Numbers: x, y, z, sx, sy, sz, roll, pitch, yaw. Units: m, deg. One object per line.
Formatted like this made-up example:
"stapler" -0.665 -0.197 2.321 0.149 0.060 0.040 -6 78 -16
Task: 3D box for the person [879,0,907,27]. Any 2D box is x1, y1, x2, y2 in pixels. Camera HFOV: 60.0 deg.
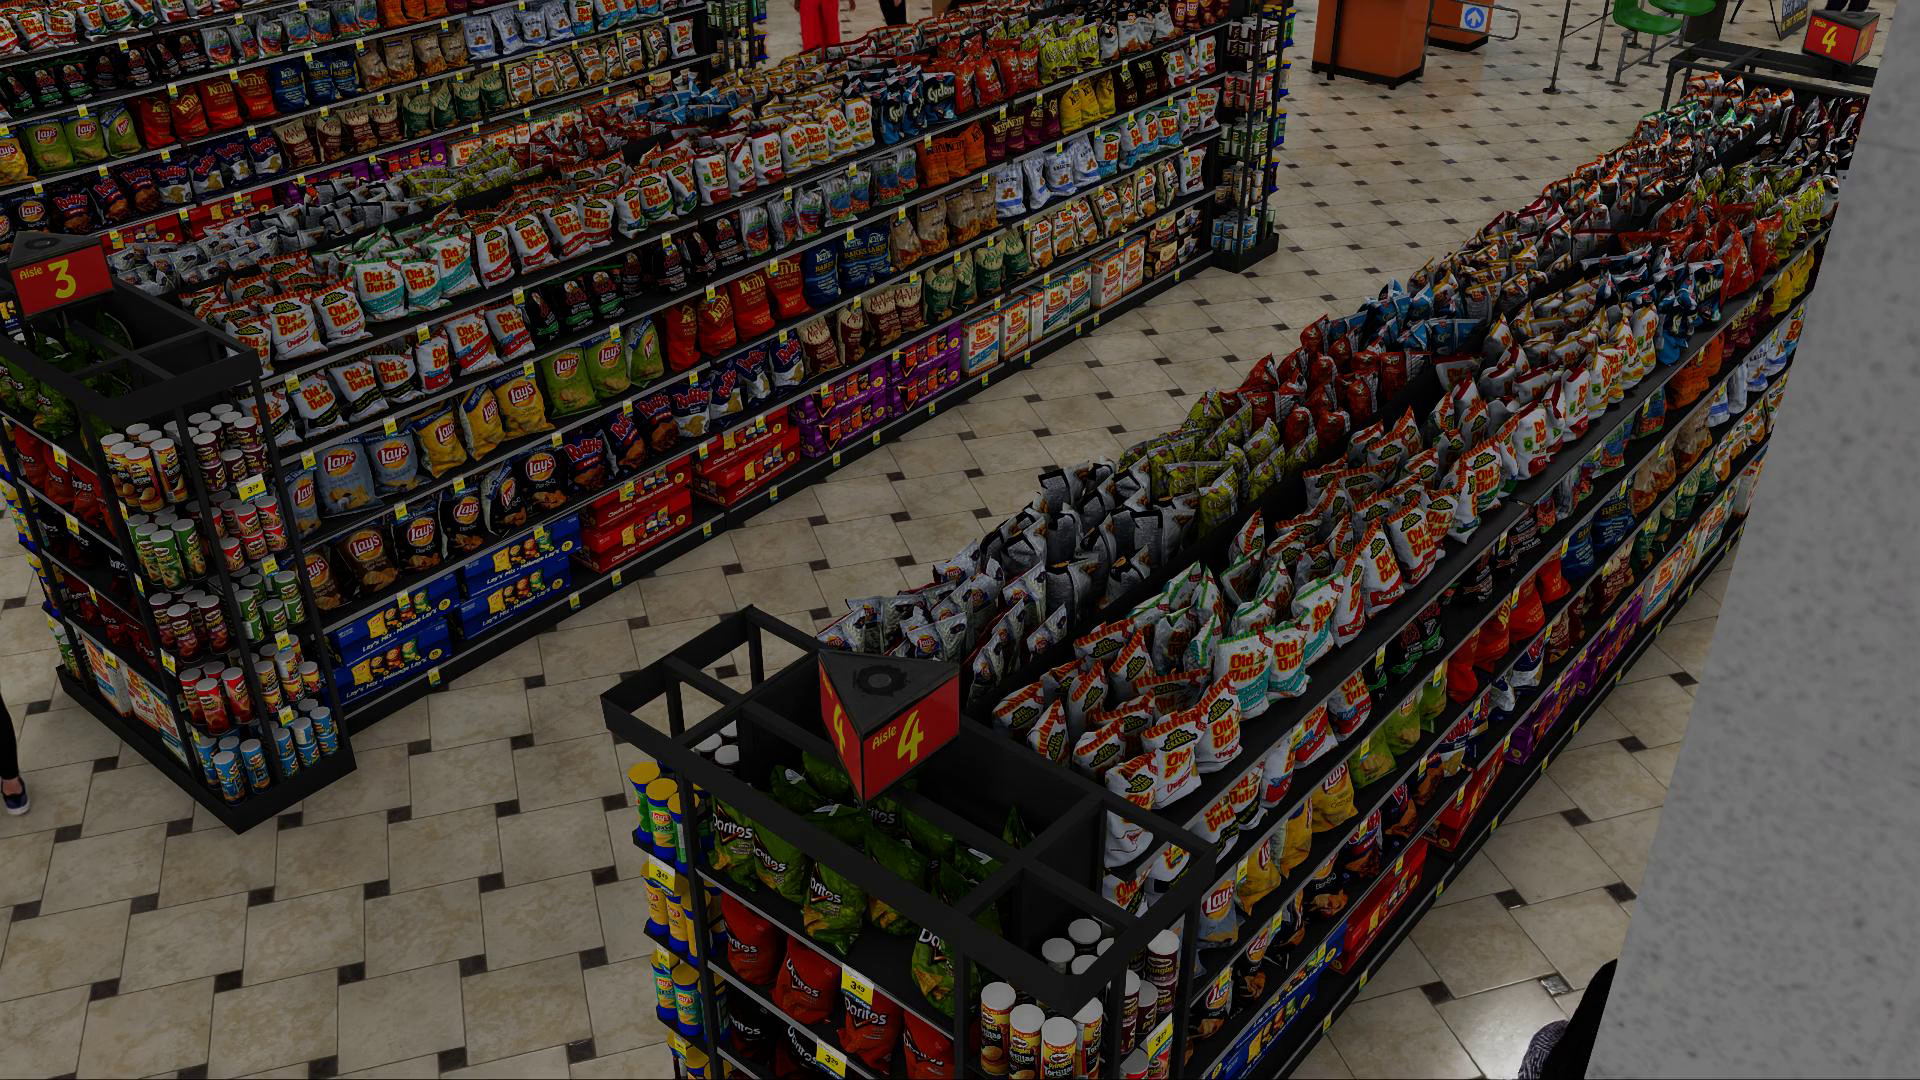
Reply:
"person" -0.611 -5.132 15.377 0.719 1.704 0.704 -13 34 -20

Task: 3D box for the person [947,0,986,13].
"person" 0.086 -3.672 13.030 0.602 1.706 0.522 21 38 30

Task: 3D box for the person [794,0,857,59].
"person" -1.251 -4.716 14.656 0.908 1.760 0.965 -9 33 -14

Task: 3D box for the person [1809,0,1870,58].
"person" 8.273 -5.198 15.387 0.688 1.805 0.913 25 40 34
